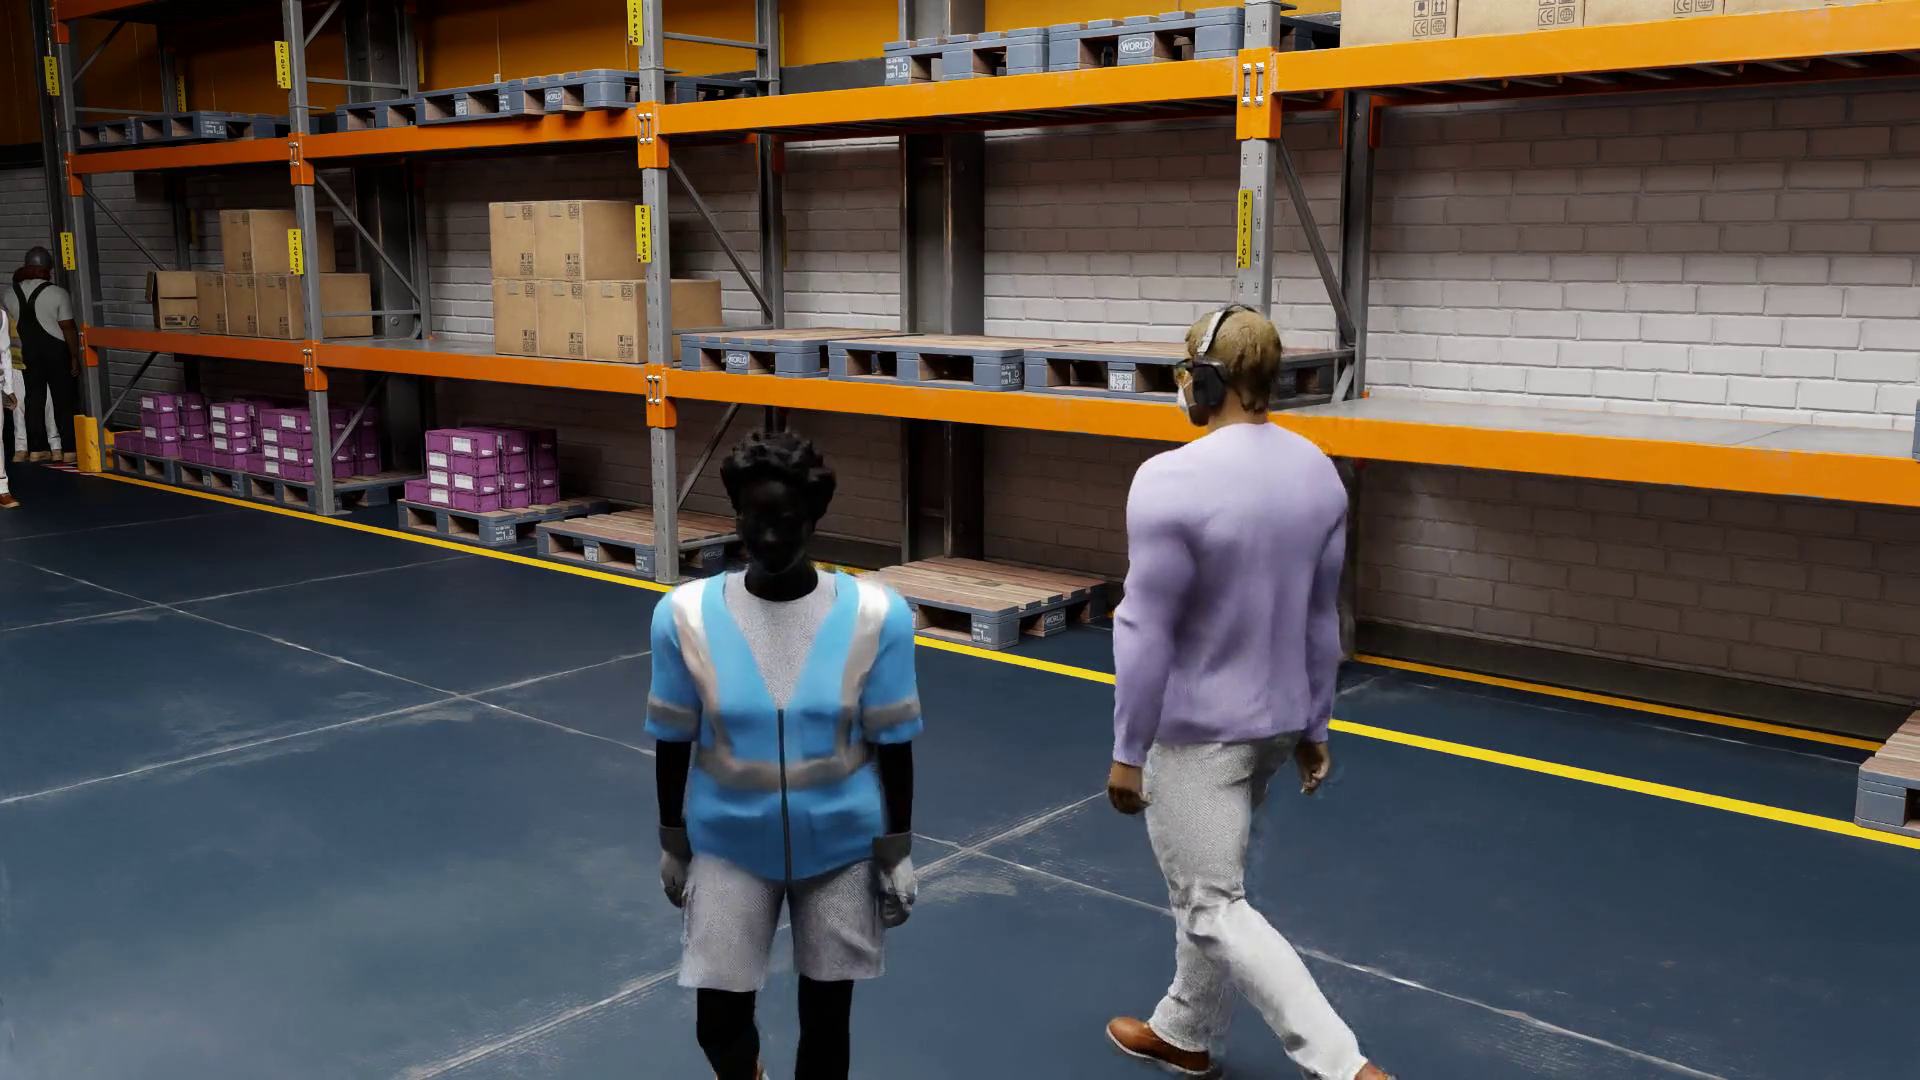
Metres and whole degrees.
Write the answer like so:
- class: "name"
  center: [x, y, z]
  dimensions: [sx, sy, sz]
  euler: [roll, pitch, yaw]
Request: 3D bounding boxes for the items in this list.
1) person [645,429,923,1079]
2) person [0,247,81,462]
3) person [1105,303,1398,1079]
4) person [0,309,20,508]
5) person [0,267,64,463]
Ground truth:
- class: "person"
  center: [-0.344, 0.609, 3.307]
  dimensions: [0.544, 1.681, 0.374]
  euler: [-1, 10, -5]
- class: "person"
  center: [-8.647, -1.760, 15.799]
  dimensions: [0.690, 2.000, 0.538]
  euler: [1, 10, 6]
- class: "person"
  center: [0.659, 0.432, 3.718]
  dimensions: [0.631, 1.913, 0.889]
  euler: [-9, 13, -41]
- class: "person"
  center: [-7.604, -1.163, 12.851]
  dimensions: [0.356, 1.885, 0.574]
  euler: [8, 13, 39]
- class: "person"
  center: [-8.806, -1.657, 15.783]
  dimensions: [0.627, 1.845, 0.429]
  euler: [-4, 11, -23]
